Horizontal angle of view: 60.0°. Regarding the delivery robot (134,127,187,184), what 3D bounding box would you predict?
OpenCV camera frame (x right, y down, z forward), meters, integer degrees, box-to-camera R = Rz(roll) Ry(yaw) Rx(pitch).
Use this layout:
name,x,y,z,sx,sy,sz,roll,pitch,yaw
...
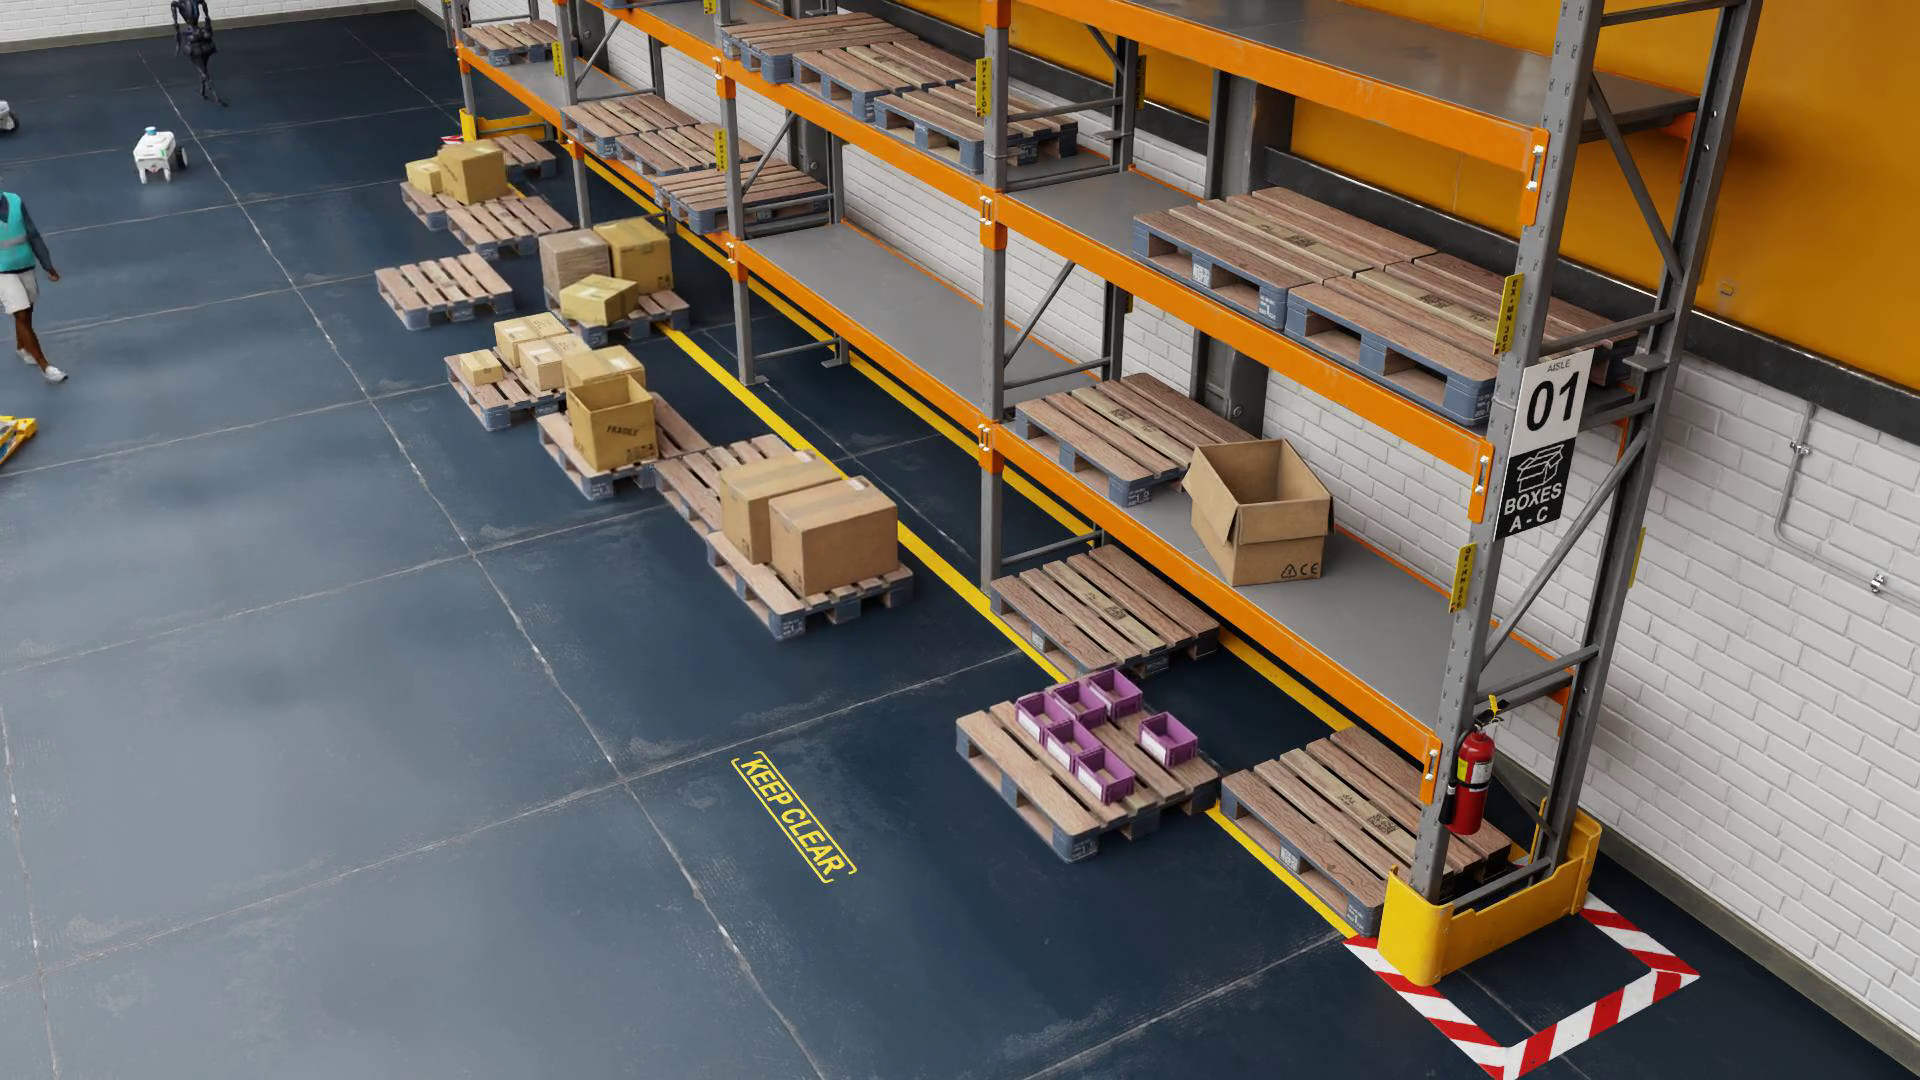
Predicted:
name,x,y,z,sx,sy,sz,roll,pitch,yaw
delivery robot,-9.290,-4.473,19.225,0.499,0.581,0.774,-7,30,-12

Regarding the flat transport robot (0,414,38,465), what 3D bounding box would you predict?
name,x,y,z,sx,sy,sz,roll,pitch,yaw
flat transport robot,-7.687,-0.616,12.718,0.659,0.231,1.431,-3,30,-5

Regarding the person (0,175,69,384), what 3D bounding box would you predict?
name,x,y,z,sx,sy,sz,roll,pitch,yaw
person,-7.990,-2.290,14.036,0.875,1.904,0.585,15,33,25

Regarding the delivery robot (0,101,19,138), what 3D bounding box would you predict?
name,x,y,z,sx,sy,sz,roll,pitch,yaw
delivery robot,-12.171,-5.263,20.610,0.756,0.571,0.499,1,30,1

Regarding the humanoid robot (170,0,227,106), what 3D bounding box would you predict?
name,x,y,z,sx,sy,sz,roll,pitch,yaw
humanoid robot,-10.021,-6.525,21.776,0.782,1.629,0.599,16,33,26
